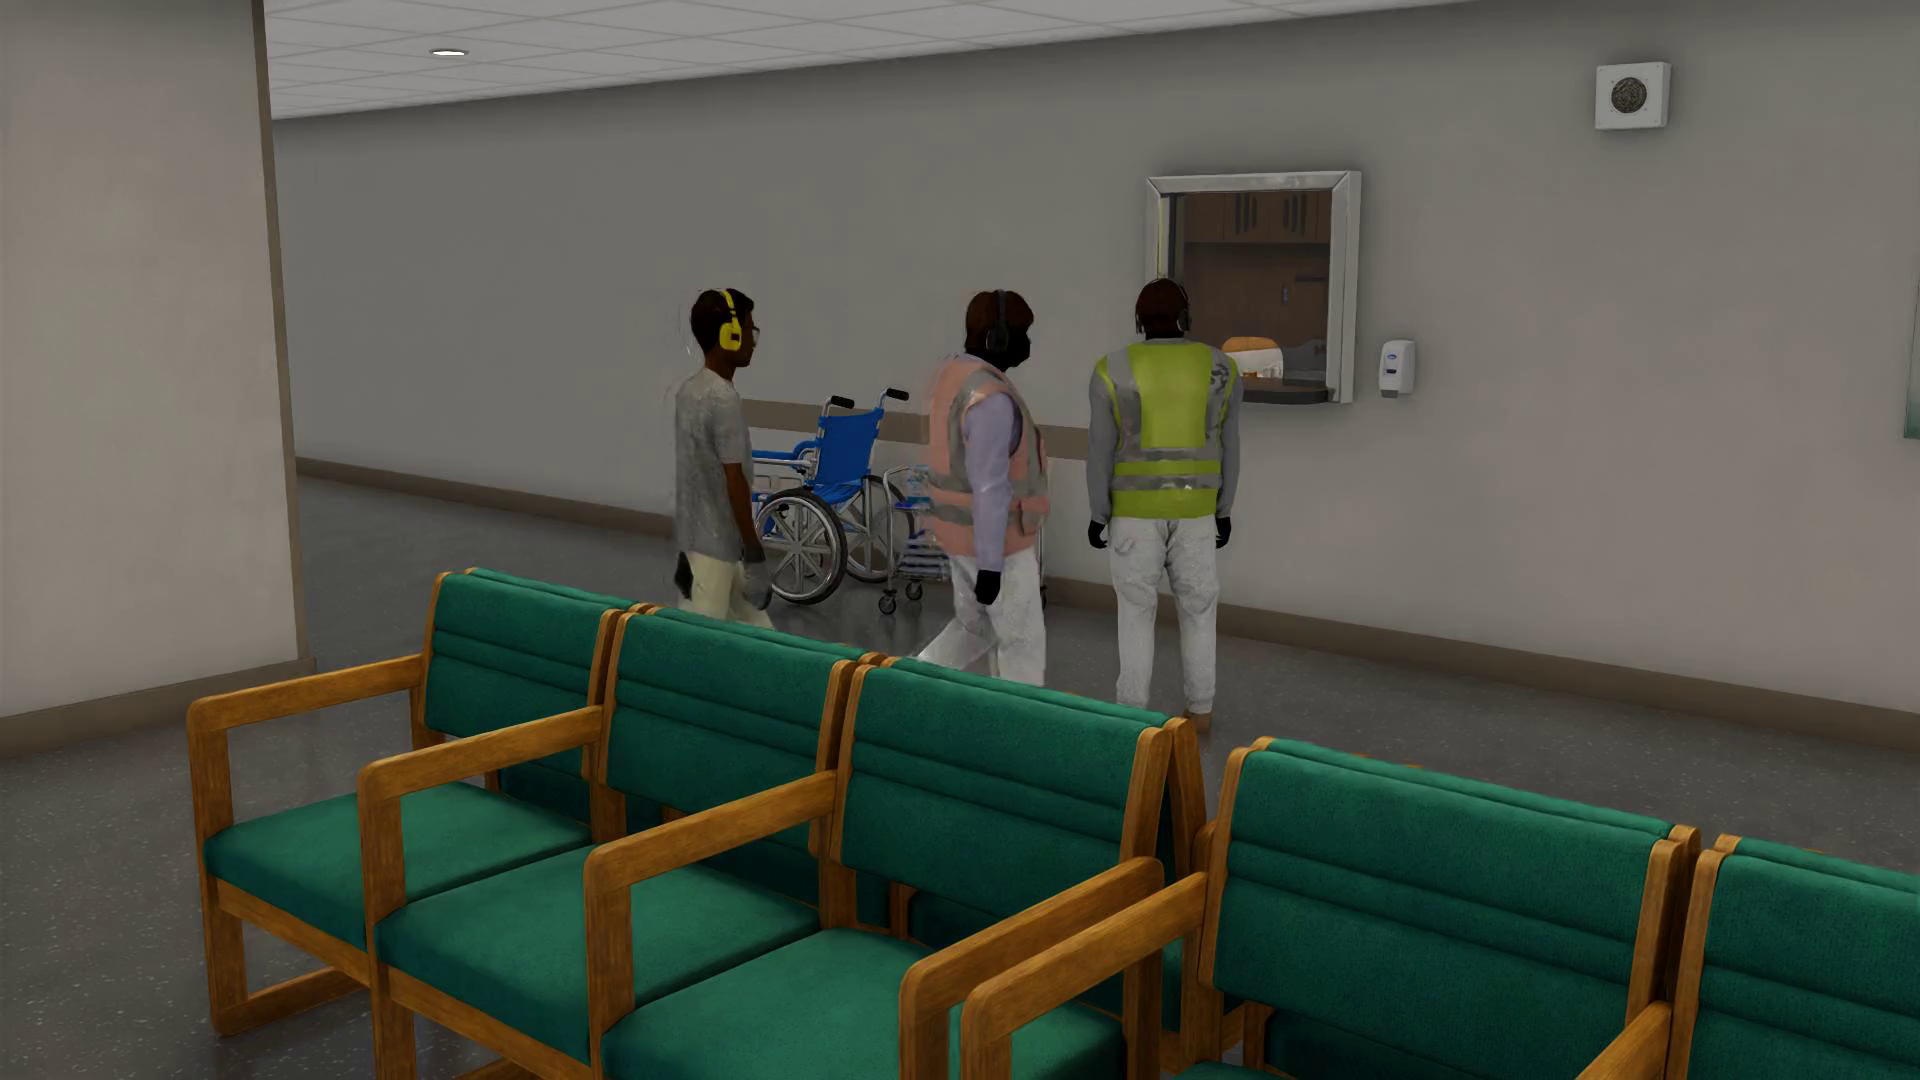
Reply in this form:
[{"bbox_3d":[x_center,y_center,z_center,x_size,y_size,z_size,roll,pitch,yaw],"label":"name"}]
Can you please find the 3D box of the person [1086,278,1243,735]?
[{"bbox_3d":[0.802,-0.118,6.667,0.623,1.841,0.430,-1,10,-7],"label":"person"}]
